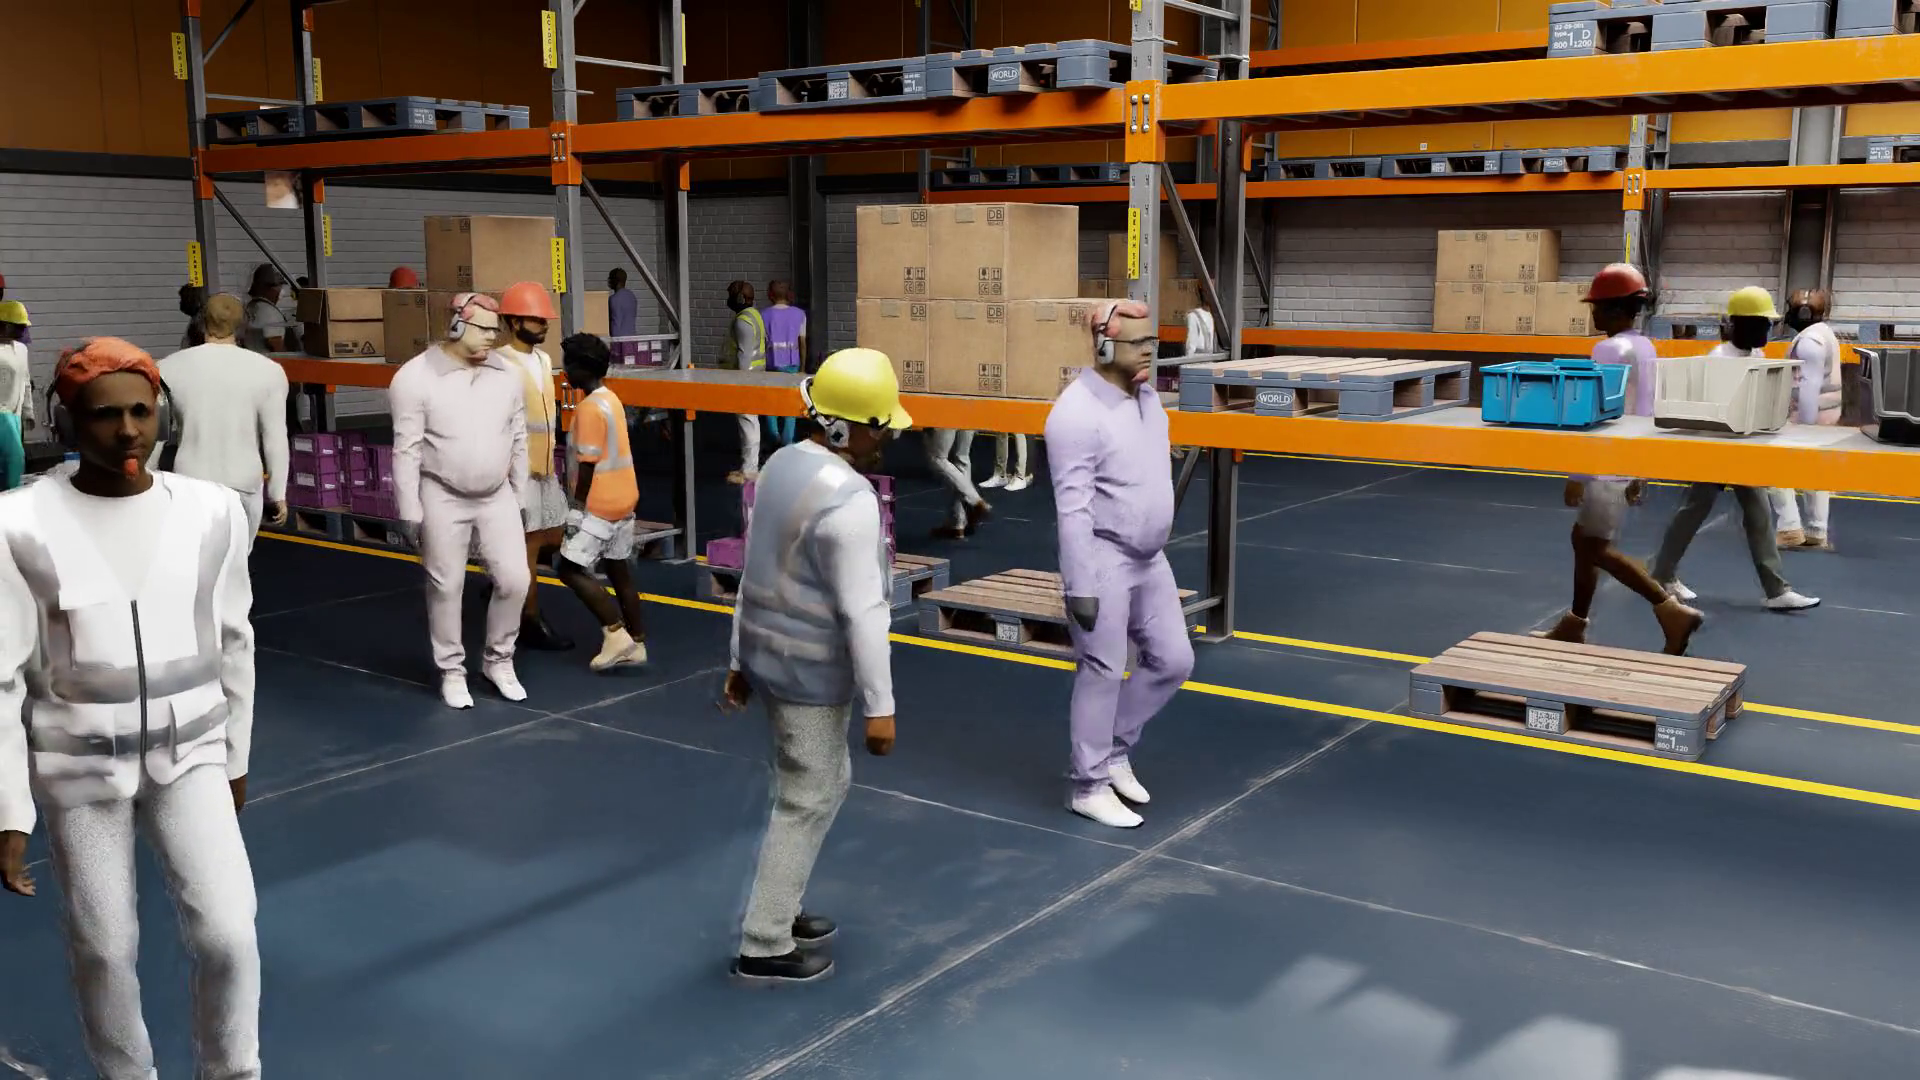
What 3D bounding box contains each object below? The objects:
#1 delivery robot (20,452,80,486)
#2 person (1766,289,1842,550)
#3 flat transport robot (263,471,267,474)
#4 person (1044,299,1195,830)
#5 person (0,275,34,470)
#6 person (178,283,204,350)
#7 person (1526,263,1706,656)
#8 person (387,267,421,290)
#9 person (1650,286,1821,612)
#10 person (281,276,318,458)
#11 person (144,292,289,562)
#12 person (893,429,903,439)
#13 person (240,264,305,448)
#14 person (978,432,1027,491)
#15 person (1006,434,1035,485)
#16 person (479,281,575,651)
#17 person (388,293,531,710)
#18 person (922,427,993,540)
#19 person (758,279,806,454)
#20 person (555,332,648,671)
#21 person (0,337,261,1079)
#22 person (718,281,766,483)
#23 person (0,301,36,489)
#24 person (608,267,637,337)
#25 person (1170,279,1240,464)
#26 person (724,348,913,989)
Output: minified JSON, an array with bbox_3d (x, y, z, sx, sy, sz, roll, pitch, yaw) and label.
[{"bbox_3d":[-6.779,-0.428,12.728,0.477,0.478,0.707,5,11,29],"label":"delivery robot"},{"bbox_3d":[5.866,-0.829,11.637,0.560,1.827,0.633,8,12,38],"label":"person"},{"bbox_3d":[-6.274,-0.400,13.682,0.652,0.197,1.431,9,13,43],"label":"flat transport robot"},{"bbox_3d":[0.575,0.094,5.922,0.441,1.887,0.668,7,12,37],"label":"person"},{"bbox_3d":[-9.245,-1.621,16.019,0.580,1.932,0.373,-4,10,-24],"label":"person"},{"bbox_3d":[-6.656,-1.330,14.589,0.489,1.827,0.653,-3,10,-17],"label":"person"},{"bbox_3d":[3.325,-0.373,8.345,0.836,2.017,0.616,7,12,36],"label":"person"},{"bbox_3d":[-4.996,-1.512,15.286,0.639,1.960,0.737,7,12,37],"label":"person"},{"bbox_3d":[4.510,-0.527,9.668,0.607,1.871,1.017,-7,12,-36],"label":"person"},{"bbox_3d":[-6.353,-1.623,16.208,0.328,1.873,0.520,8,13,41],"label":"person"},{"bbox_3d":[-3.595,-0.251,8.040,0.713,1.885,1.021,-4,10,-20],"label":"person"},{"bbox_3d":[-0.830,-2.015,19.019,0.497,1.713,0.822,-7,12,-36],"label":"person"},{"bbox_3d":[-6.269,-1.570,15.388,1.005,2.000,0.694,-5,11,-27],"label":"person"},{"bbox_3d":[0.416,-1.371,14.709,0.328,1.873,0.520,-9,13,-42],"label":"person"},{"bbox_3d":[0.524,-1.411,15.019,0.349,1.847,0.505,3,10,15],"label":"person"},{"bbox_3d":[-2.289,-0.380,8.654,0.562,1.921,0.554,4,10,20],"label":"person"},{"bbox_3d":[-2.216,-0.161,7.472,0.668,1.879,0.533,-7,12,-38],"label":"person"},{"bbox_3d":[0.007,-0.924,11.882,0.592,1.927,0.626,9,13,43],"label":"person"},{"bbox_3d":[-1.855,-1.781,17.241,0.559,1.835,0.441,-3,10,-19],"label":"person"},{"bbox_3d":[-1.745,-0.165,8.083,0.408,1.679,0.544,0,10,1],"label":"person"},{"bbox_3d":[-1.719,0.519,3.486,0.583,1.861,0.666,-8,12,-38],"label":"person"},{"bbox_3d":[-1.993,-1.443,15.228,0.429,1.844,0.626,0,10,-1],"label":"person"},{"bbox_3d":[-7.417,-0.972,12.765,0.711,1.725,0.532,-1,10,-4],"label":"person"},{"bbox_3d":[-4.254,-2.442,20.887,0.372,1.940,0.627,2,10,11],"label":"person"},{"bbox_3d":[2.425,-1.695,16.706,0.923,1.848,0.586,8,12,38],"label":"person"},{"bbox_3d":[-0.402,0.366,4.600,0.538,1.790,0.612,-4,10,-23],"label":"person"}]
